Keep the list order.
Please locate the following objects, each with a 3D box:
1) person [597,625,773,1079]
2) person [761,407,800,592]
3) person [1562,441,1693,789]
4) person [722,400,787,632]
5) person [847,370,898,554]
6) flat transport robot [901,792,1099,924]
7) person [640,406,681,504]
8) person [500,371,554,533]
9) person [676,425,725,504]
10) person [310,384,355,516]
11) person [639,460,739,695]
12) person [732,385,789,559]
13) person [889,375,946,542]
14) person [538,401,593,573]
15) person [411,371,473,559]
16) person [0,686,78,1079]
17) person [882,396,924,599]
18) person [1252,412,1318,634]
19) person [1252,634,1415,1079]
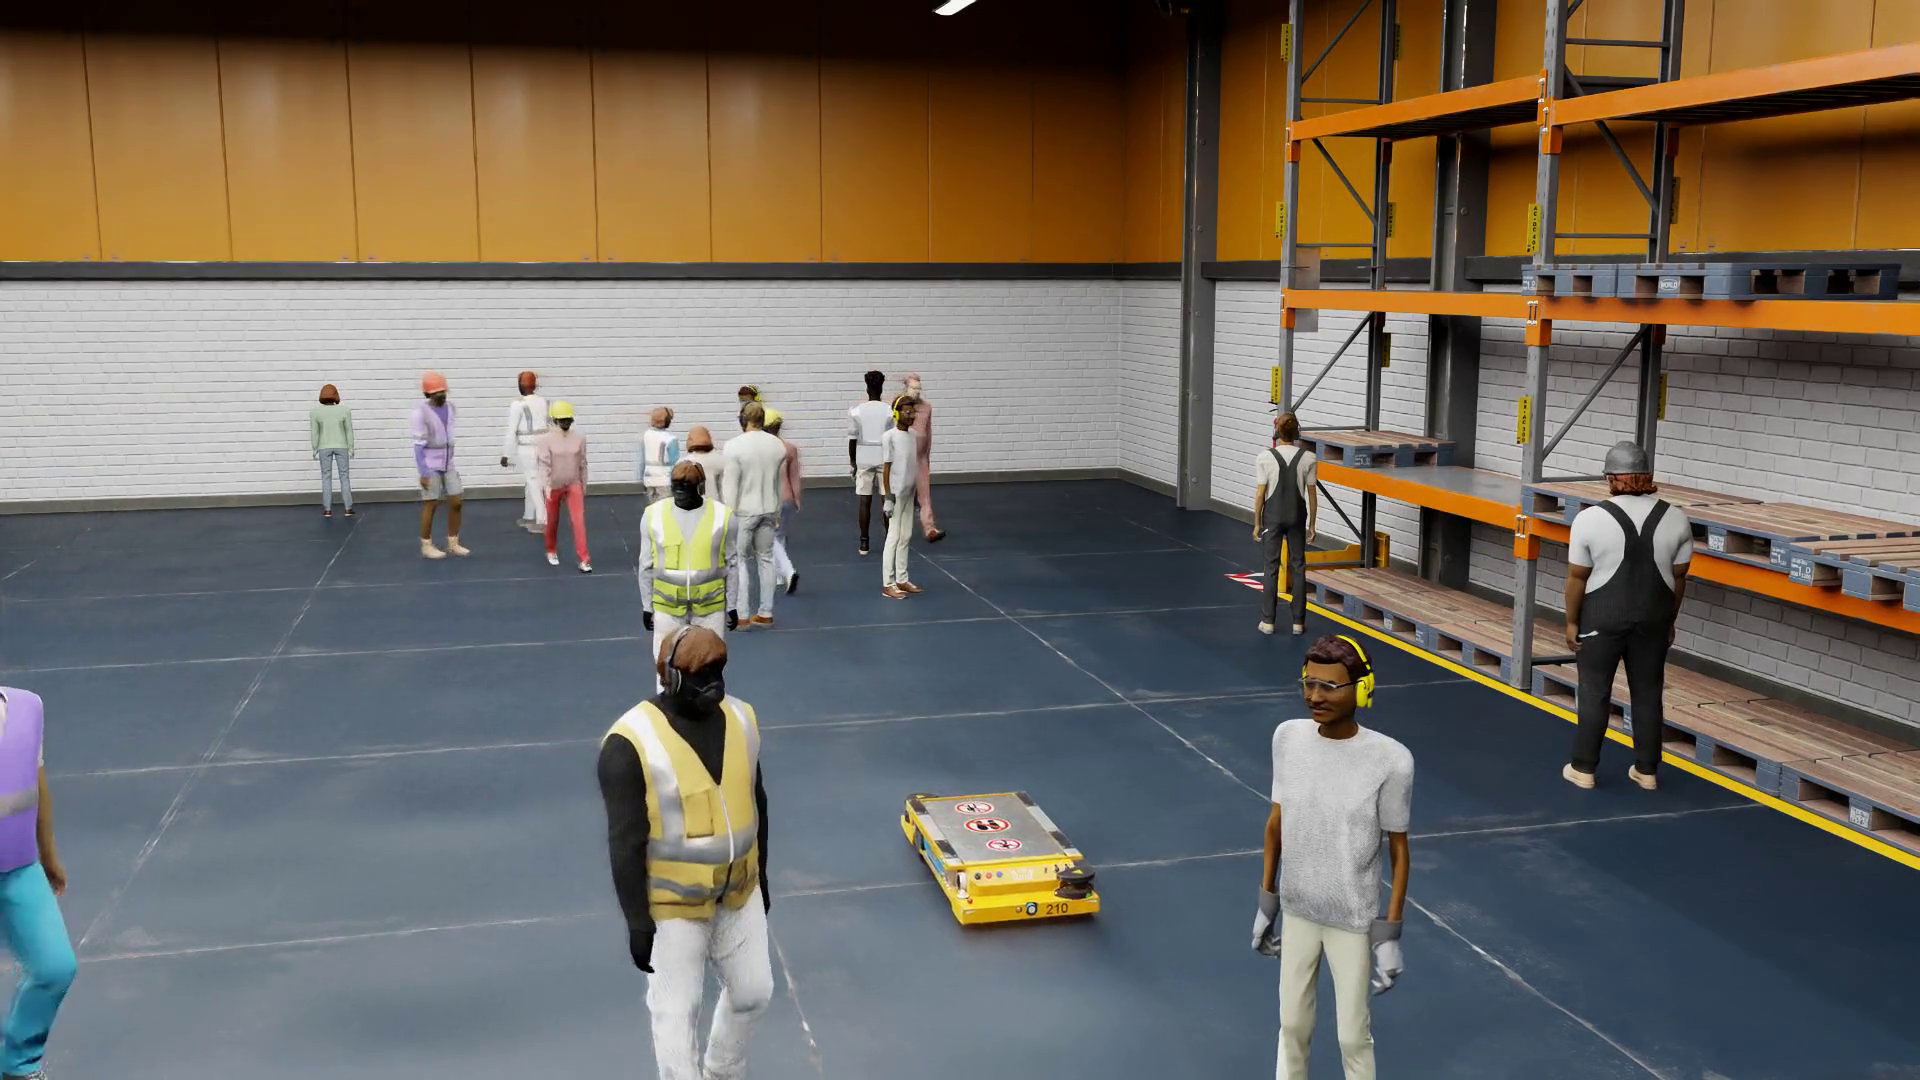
[{"bbox_3d":[-0.880,1.185,5.557,0.644,1.841,0.446,-9,12,-43],"label":"person"},{"bbox_3d":[-1.701,-0.372,15.595,0.526,1.733,0.748,-8,12,-40],"label":"person"},{"bbox_3d":[3.834,0.426,9.663,0.681,2.000,0.535,1,9,4],"label":"person"},{"bbox_3d":[-1.723,-0.204,13.937,0.647,1.930,0.391,-9,13,-44],"label":"person"},{"bbox_3d":[-0.889,-0.818,17.659,0.606,1.966,0.367,1,9,4],"label":"person"},{"bbox_3d":[0.164,1.532,8.260,0.652,0.197,1.431,-2,9,-13],"label":"flat transport robot"},{"bbox_3d":[-3.076,-0.571,17.187,0.541,1.623,0.374,6,11,35],"label":"person"},{"bbox_3d":[-5.039,-1.014,19.194,0.790,1.856,0.598,5,10,28],"label":"person"},{"bbox_3d":[-2.340,-0.250,15.253,0.506,1.609,0.734,-5,11,-30],"label":"person"},{"bbox_3d":[-7.714,-1.102,20.468,0.498,1.633,0.279,-3,10,-17],"label":"person"},{"bbox_3d":[-1.685,0.414,10.371,0.620,1.840,0.430,-1,9,-9],"label":"person"},{"bbox_3d":[-2.109,-0.750,17.693,0.570,1.824,0.873,1,9,8],"label":"person"},{"bbox_3d":[-0.529,-0.887,18.427,0.673,1.853,0.985,-5,11,-30],"label":"person"},{"bbox_3d":[-4.005,-0.553,16.790,0.528,1.715,0.934,-5,11,-30],"label":"person"},{"bbox_3d":[-5.430,-0.764,17.249,0.684,1.988,0.615,5,11,30],"label":"person"},{"bbox_3d":[-3.344,1.166,5.694,0.456,1.828,0.612,5,10,27],"label":"person"},{"bbox_3d":[-0.529,-0.400,15.370,0.310,1.863,0.532,6,11,31],"label":"person"},{"bbox_3d":[2.687,-0.134,13.767,0.520,1.844,0.330,1,9,4],"label":"person"},{"bbox_3d":[1.169,1.210,5.300,0.517,1.874,0.328,7,12,38],"label":"person"}]
